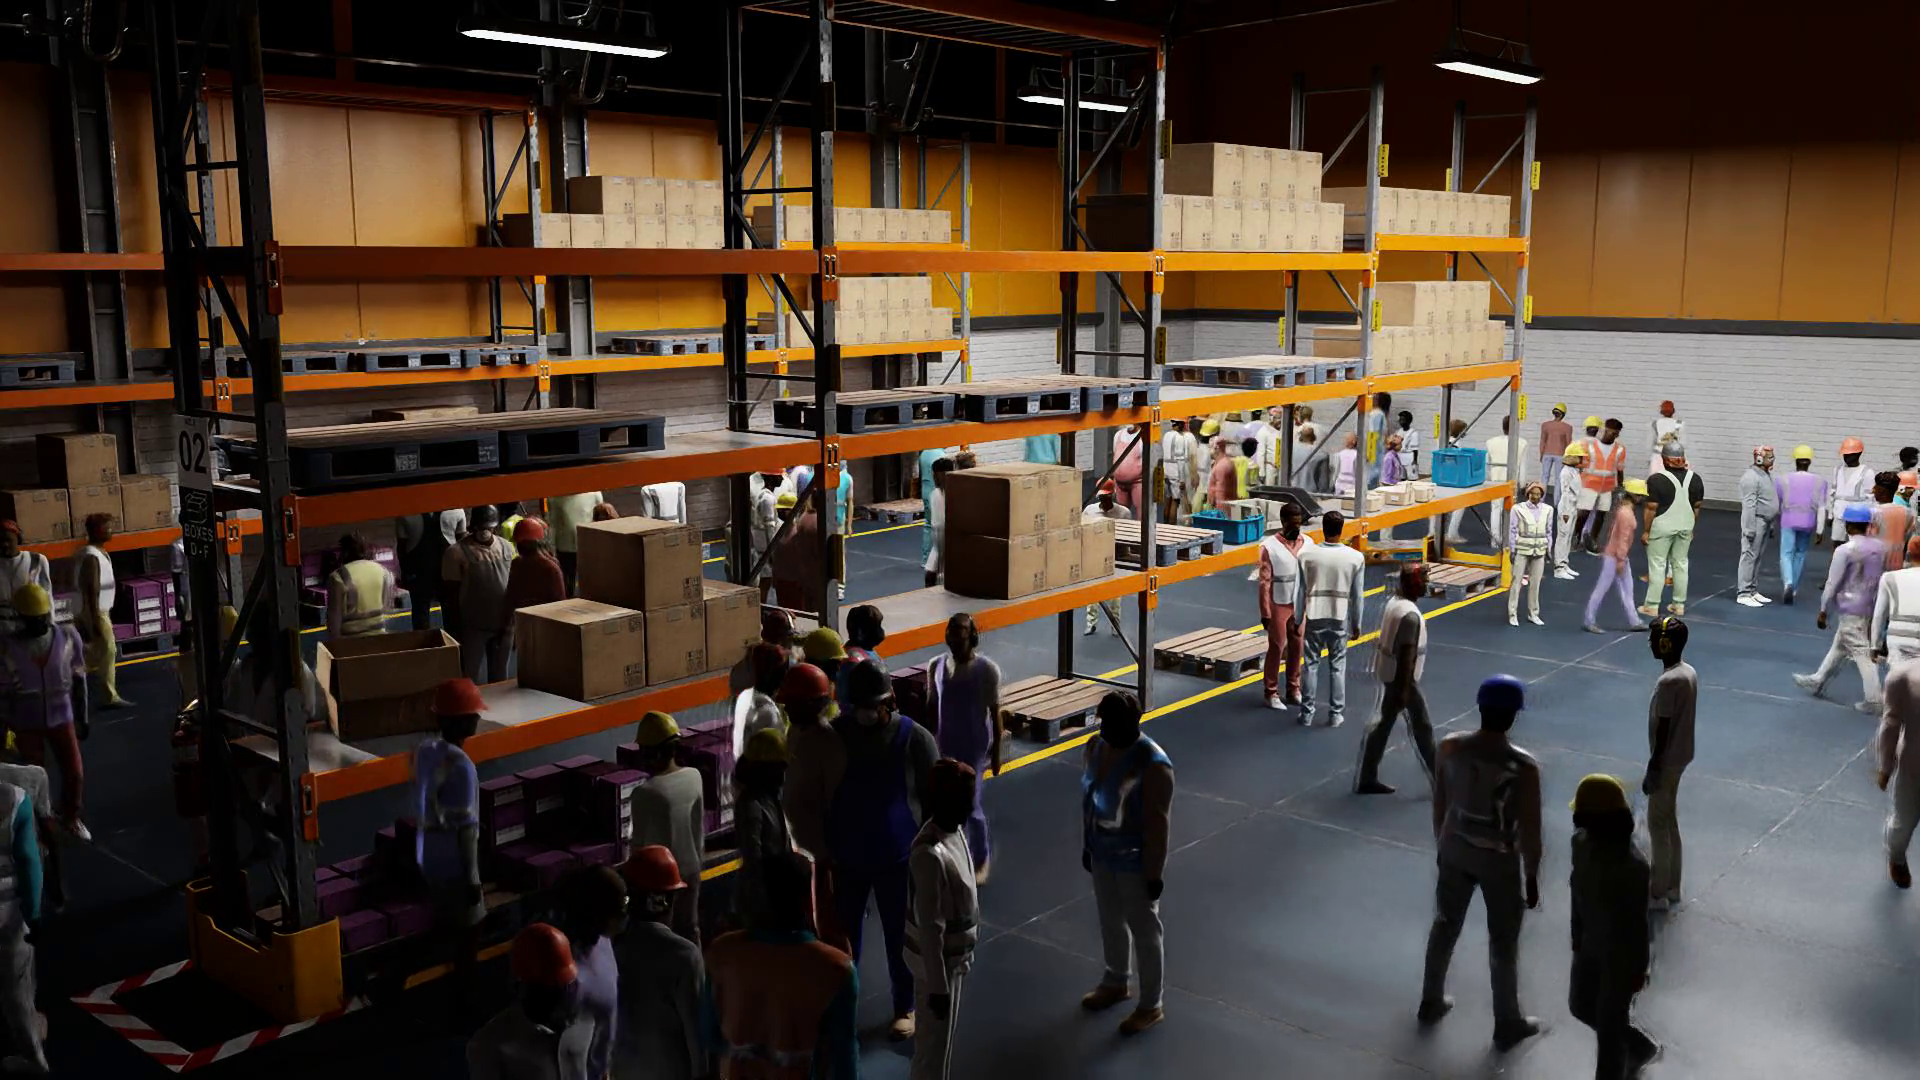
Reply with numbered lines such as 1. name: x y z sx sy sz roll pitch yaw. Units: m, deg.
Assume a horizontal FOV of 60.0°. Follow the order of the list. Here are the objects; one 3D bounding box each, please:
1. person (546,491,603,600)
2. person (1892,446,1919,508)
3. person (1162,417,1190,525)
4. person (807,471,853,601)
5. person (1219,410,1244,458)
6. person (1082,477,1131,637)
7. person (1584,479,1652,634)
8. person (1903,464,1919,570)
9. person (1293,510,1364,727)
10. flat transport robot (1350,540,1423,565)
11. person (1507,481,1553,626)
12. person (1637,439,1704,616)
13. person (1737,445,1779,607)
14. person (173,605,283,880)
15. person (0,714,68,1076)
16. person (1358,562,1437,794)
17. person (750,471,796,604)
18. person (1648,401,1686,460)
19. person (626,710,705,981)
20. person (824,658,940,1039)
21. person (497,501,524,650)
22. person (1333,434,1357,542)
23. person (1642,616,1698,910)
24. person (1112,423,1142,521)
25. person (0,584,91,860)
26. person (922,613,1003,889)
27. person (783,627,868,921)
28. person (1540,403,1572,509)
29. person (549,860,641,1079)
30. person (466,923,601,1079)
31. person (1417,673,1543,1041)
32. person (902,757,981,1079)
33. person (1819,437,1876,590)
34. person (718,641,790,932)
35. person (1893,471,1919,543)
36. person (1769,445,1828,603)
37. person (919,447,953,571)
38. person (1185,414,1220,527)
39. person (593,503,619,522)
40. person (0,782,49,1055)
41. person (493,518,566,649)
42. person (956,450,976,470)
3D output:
1. person: -4.155 0.084 17.980 0.635 1.982 0.450 -2 10 -12
2. person: 12.234 -0.382 21.607 0.563 1.686 0.355 -7 12 -38
3. person: 3.158 -0.944 24.268 0.387 1.929 0.542 -3 10 -18
4. person: -1.555 -0.191 20.005 0.564 1.846 0.391 1 10 8
5. person: 4.476 -1.359 27.330 0.489 1.729 0.323 4 10 20
6. person: 1.576 0.180 18.065 0.574 1.749 0.337 2 10 11
7. person: 7.232 0.187 18.151 0.769 1.714 0.548 5 11 25
8. person: 12.152 -0.272 20.927 0.481 1.688 0.884 2 10 9
9. person: 3.220 0.695 14.551 0.597 1.909 0.393 1 10 8
10. flat transport robot: 5.931 0.156 22.625 1.431 0.197 0.652 -2 10 -14
11. person: 6.372 0.148 18.598 0.514 1.639 0.311 -1 10 -7
12. person: 8.126 -0.144 19.145 0.682 2.000 0.537 -2 10 -10
13. person: 9.470 -0.172 19.713 0.410 1.909 0.643 8 12 40
14. person: -4.908 1.313 11.165 0.601 1.789 0.845 2 10 13
15. person: -4.899 1.757 8.425 0.872 1.822 0.548 8 12 40
16. person: 3.478 1.063 12.628 0.922 1.799 0.601 0 10 0
17. person: -2.210 -0.079 19.185 0.644 1.900 0.399 -3 10 -16
18. person: 11.264 -1.287 26.493 0.601 1.868 0.441 5 11 29
19. person: -1.544 1.750 8.674 0.331 1.761 0.528 5 11 30
20. person: -0.468 1.607 8.692 0.689 2.000 0.538 2 10 11
21. person: -4.684 0.311 17.477 0.321 1.689 0.559 1 10 6
22. person: 5.619 -0.730 23.901 0.558 1.606 0.628 9 13 43
23. person: 4.436 1.400 10.498 0.348 1.856 0.523 7 12 36
24. person: 2.430 -0.906 23.692 0.683 2.000 0.536 8 12 39
25. person: -6.236 1.234 11.315 0.596 1.909 0.430 -7 12 -38
26. person: -0.002 1.365 10.762 0.512 1.828 0.432 5 11 28
27. person: -0.931 1.456 10.015 0.695 1.900 0.597 -6 11 -32
28. person: 9.824 -1.387 27.425 0.534 1.757 0.337 7 12 37
29. person: -1.336 2.090 6.284 1.043 1.866 0.651 -2 10 -11
30. person: -1.477 2.205 5.970 0.341 1.752 0.563 7 12 37
31. person: 2.765 1.650 8.754 0.403 1.943 0.622 -8 13 -41
32. person: -0.072 1.893 7.450 0.358 1.885 0.572 2 10 9
33. person: 10.874 -0.297 20.373 0.377 1.932 0.551 -5 11 -26
34. person: -1.148 1.510 9.766 0.432 1.874 0.605 -3 10 -19
35. person: 10.547 0.081 18.713 0.354 1.737 0.573 5 11 27
36. person: 10.035 -0.196 19.923 0.594 1.892 0.832 3 10 18
37. person: -0.280 -0.535 21.923 0.395 1.899 0.664 -5 11 -28
38. person: 3.701 -1.194 25.458 0.613 2.031 0.403 6 11 31
39. person: -3.590 0.430 16.929 0.286 1.633 0.499 -2 10 -12
40. person: -4.854 1.804 8.203 0.645 1.829 0.674 -4 10 -20
41. person: -3.562 0.758 14.106 1.088 1.941 0.600 -9 13 -44
42. person: 0.027 -0.160 19.867 0.349 1.837 0.502 -3 10 -20
